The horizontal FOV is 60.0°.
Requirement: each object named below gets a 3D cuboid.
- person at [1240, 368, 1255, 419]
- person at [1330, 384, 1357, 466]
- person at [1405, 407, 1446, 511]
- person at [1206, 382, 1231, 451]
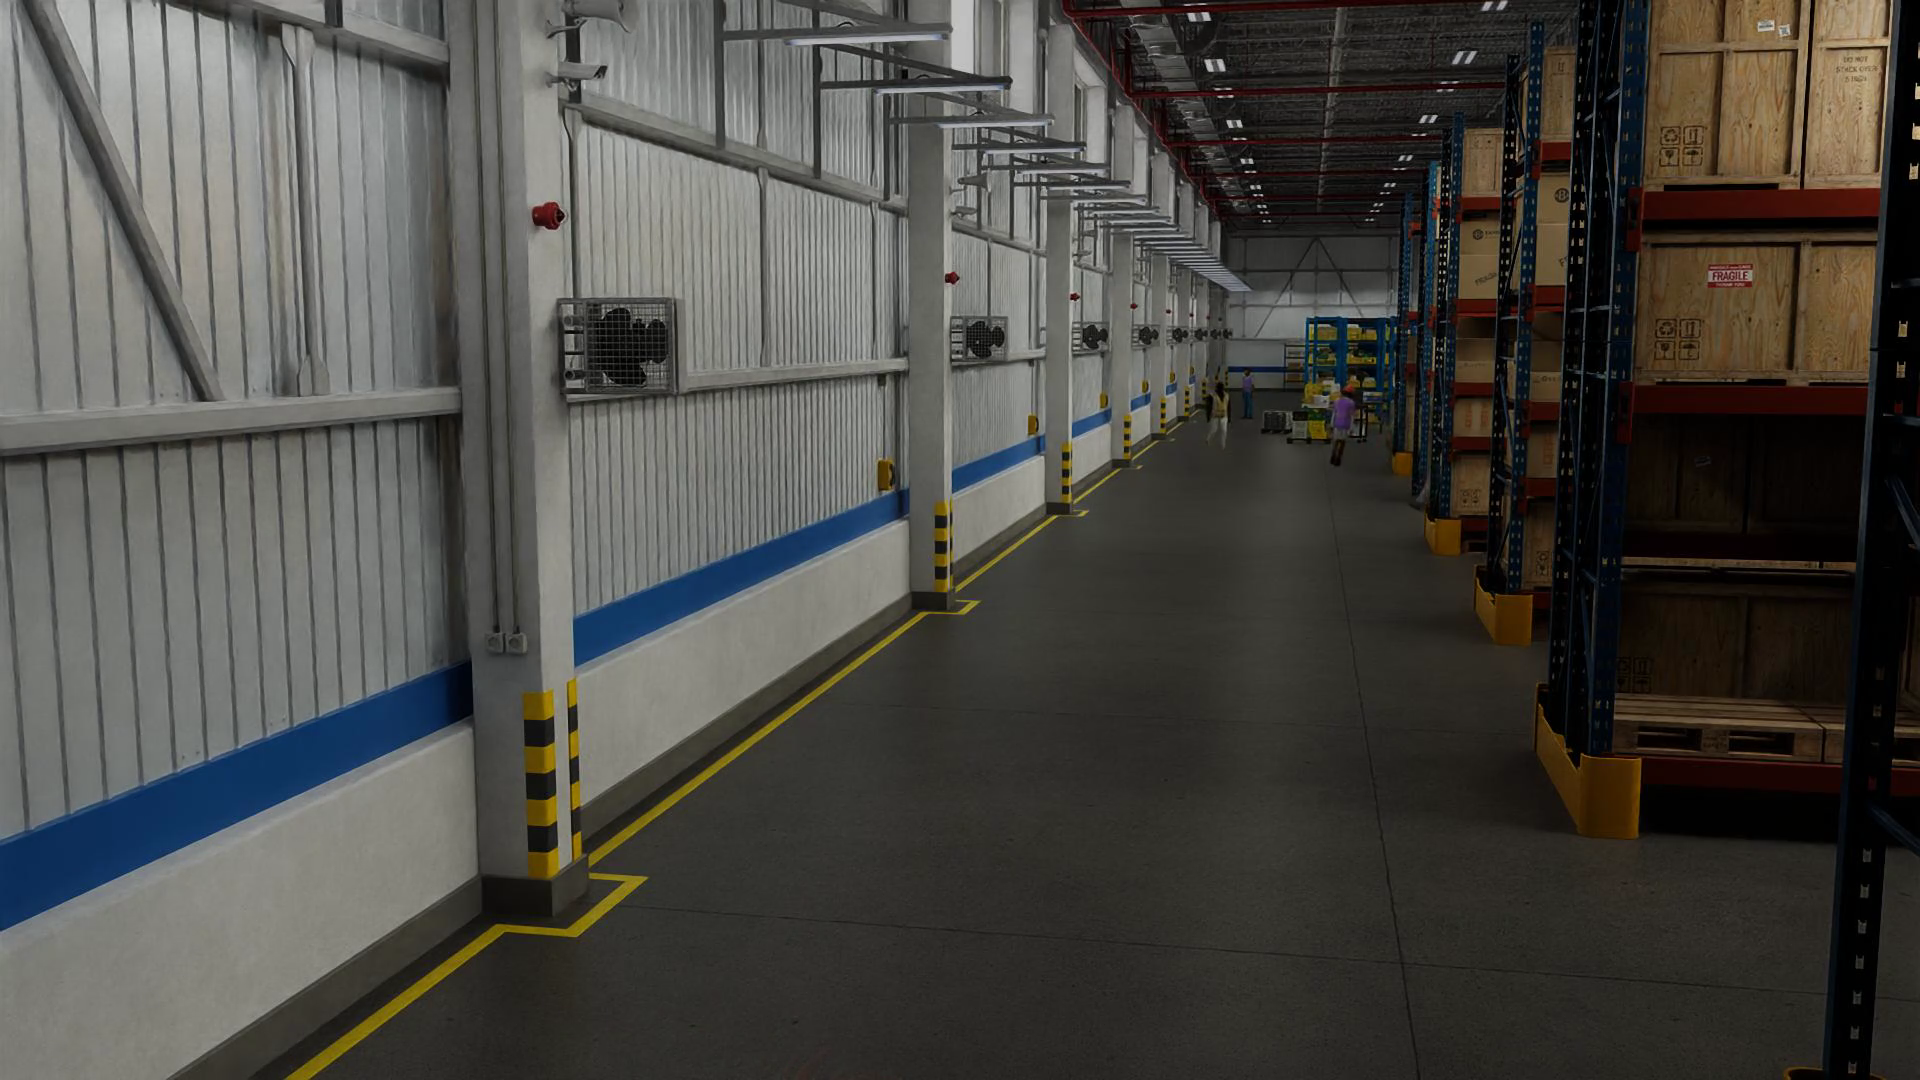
[{"bbox_3d":[10.294,-5.226,59.349,0.391,1.842,0.564,-4,8,-29],"label":"person"},{"bbox_3d":[8.891,-2.647,38.473,0.637,1.896,0.484,6,9,38],"label":"person"},{"bbox_3d":[8.212,-1.412,28.584,0.986,1.894,0.651,5,9,33],"label":"person"},{"bbox_3d":[6.758,-3.245,43.584,0.655,1.820,0.586,-2,7,-17],"label":"person"}]
